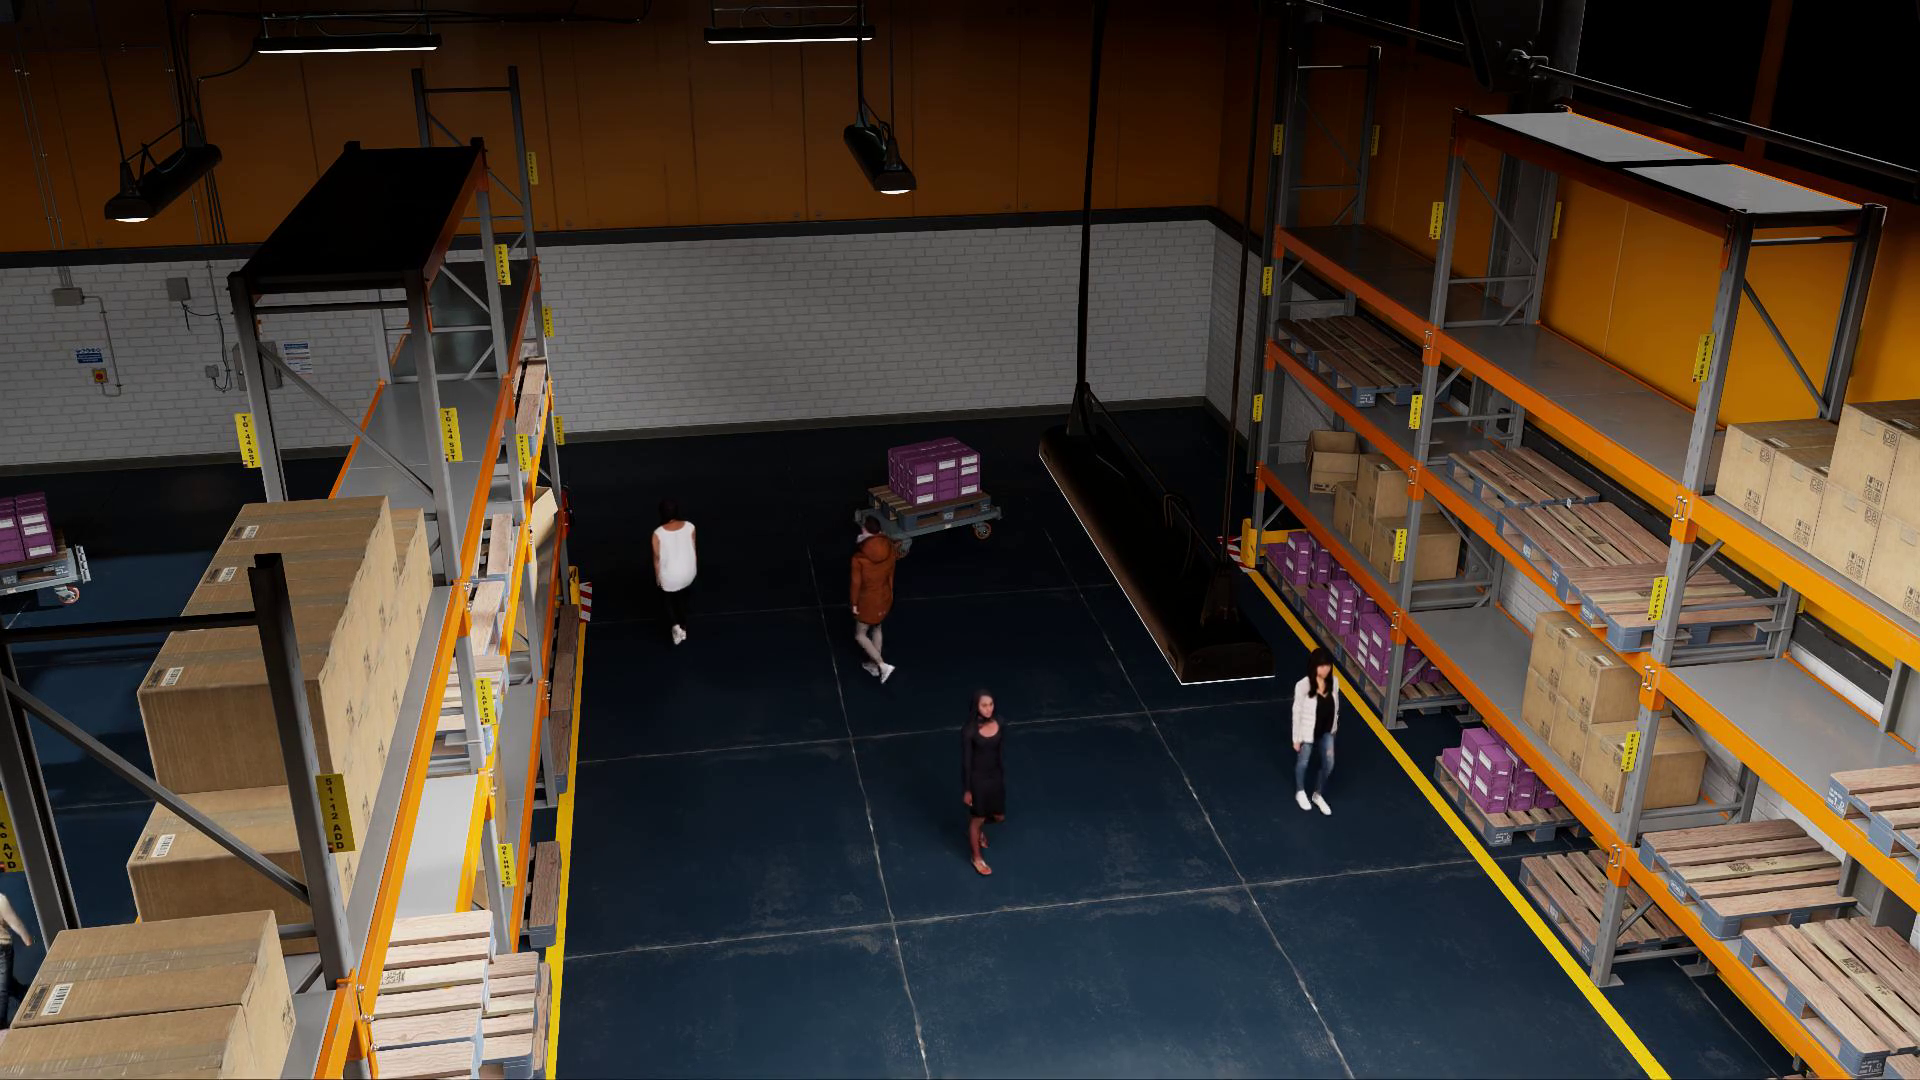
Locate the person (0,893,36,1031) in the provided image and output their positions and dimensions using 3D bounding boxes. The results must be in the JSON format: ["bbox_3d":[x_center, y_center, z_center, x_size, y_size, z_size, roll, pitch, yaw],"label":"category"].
[{"bbox_3d":[-7.032,3.007,12.013,0.711,1.440,0.949,4,24,8],"label":"person"}]

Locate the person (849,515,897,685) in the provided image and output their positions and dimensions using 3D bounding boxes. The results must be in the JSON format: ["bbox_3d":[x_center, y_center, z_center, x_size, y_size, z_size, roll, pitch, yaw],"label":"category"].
[{"bbox_3d":[-0.851,0.642,16.948,0.954,1.821,1.070,-18,29,-35],"label":"person"}]

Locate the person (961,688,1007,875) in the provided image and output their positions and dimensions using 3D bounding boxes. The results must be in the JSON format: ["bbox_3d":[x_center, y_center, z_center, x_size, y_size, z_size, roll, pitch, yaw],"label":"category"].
[{"bbox_3d":[0.141,1.991,13.999,0.748,1.711,0.806,-14,27,-30],"label":"person"}]

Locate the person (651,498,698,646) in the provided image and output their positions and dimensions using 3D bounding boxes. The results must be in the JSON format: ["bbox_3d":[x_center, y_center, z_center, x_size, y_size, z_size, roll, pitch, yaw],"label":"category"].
[{"bbox_3d":[-3.043,0.356,17.788,0.795,1.672,0.936,-12,26,-25],"label":"person"}]

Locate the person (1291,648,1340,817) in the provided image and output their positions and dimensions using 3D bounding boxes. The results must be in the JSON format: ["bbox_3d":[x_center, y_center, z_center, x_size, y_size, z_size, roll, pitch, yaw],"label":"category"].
[{"bbox_3d":[3.133,1.657,14.871,0.684,1.624,0.672,-7,25,-15],"label":"person"}]
